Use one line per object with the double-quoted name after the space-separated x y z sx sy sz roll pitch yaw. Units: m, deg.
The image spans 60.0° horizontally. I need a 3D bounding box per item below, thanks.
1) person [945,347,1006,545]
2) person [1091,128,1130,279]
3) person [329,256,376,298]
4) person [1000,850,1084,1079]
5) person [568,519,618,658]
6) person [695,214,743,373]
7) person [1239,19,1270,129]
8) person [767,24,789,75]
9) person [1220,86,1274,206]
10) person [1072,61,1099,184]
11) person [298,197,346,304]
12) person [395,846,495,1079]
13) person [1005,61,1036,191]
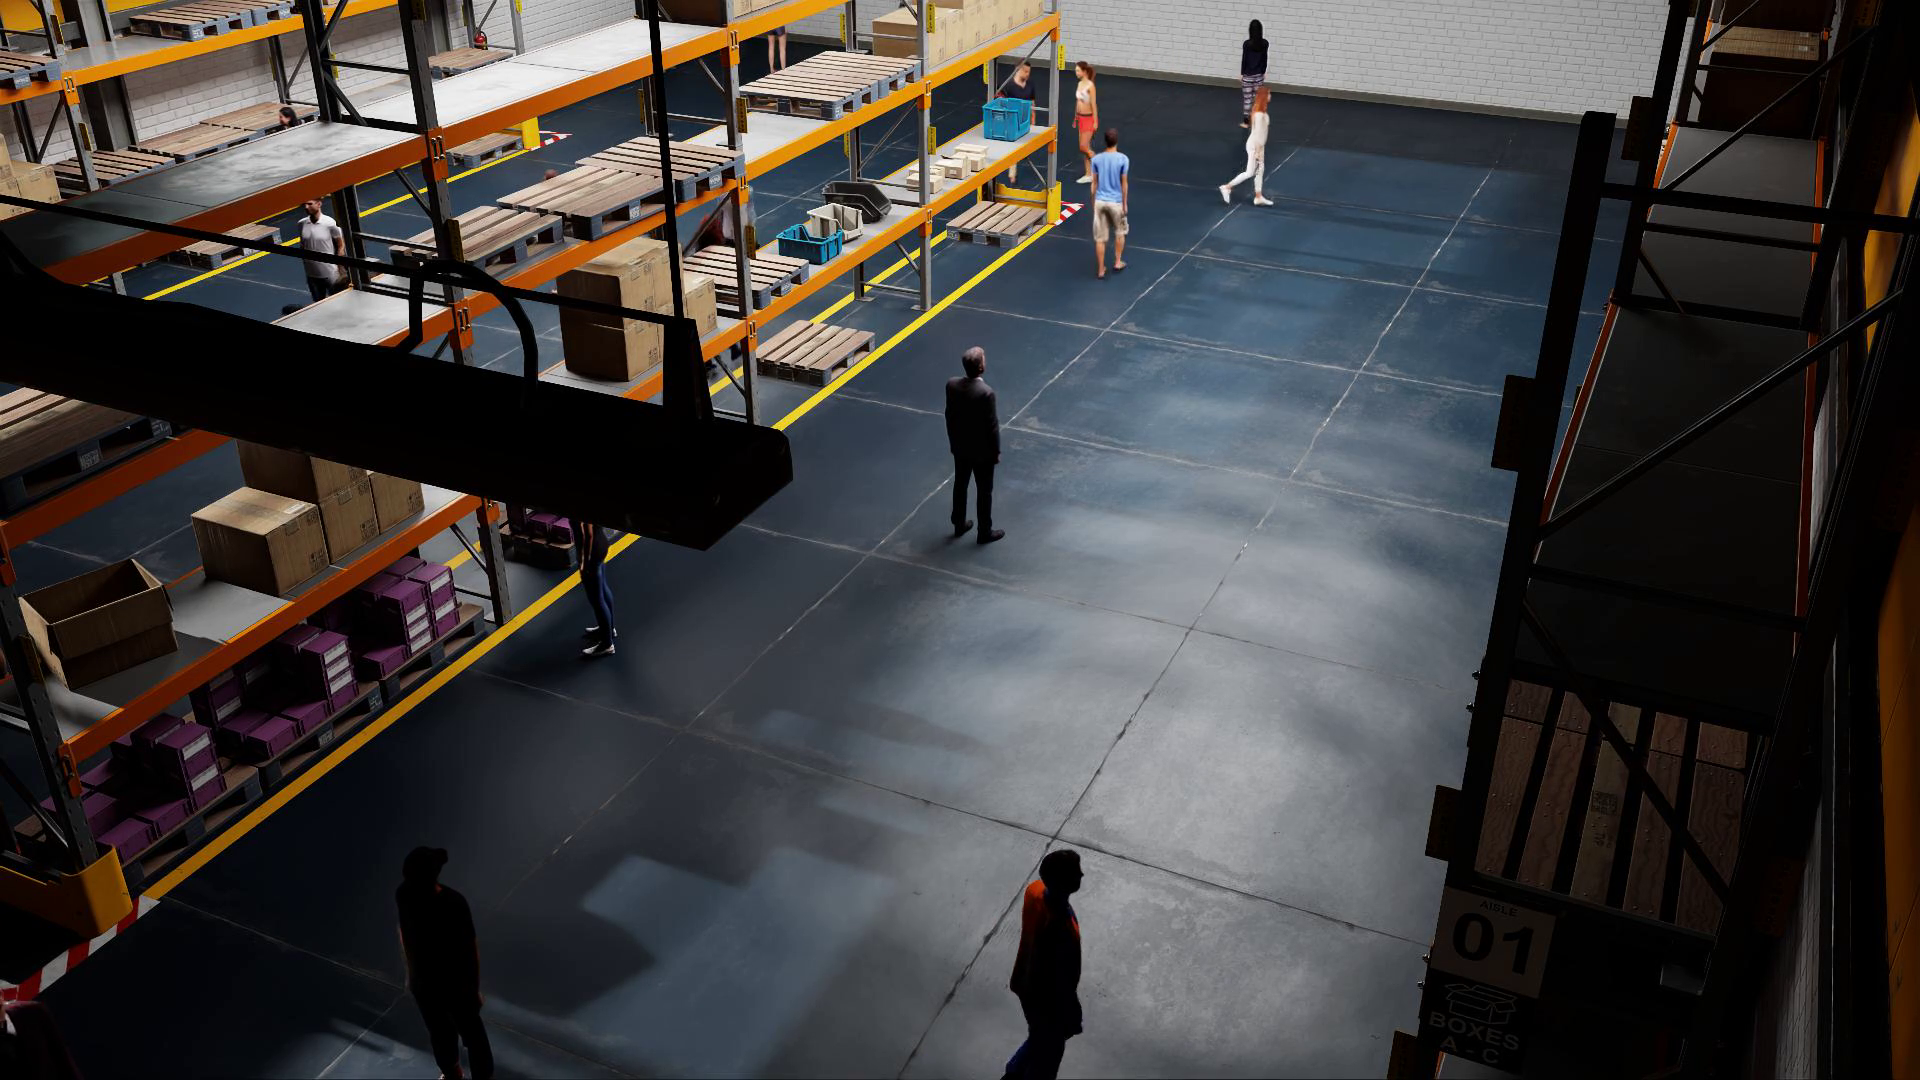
0.126 -0.851 14.709 0.755 1.842 0.668 19 34 31 "person"
1.852 -4.180 20.808 0.731 1.846 0.847 7 29 13 "person"
-6.099 -2.104 17.058 1.086 1.792 1.179 -6 29 -11 "person"
0.364 2.401 8.744 0.902 1.845 0.833 -3 29 -5 "person"
-2.900 0.101 13.090 0.725 1.721 0.609 -2 29 -5 "person"
-2.694 -2.659 18.118 0.701 1.752 1.017 8 30 14 "person"
4.811 -7.654 27.294 0.681 1.733 0.713 -6 29 -11 "person"
-3.390 -9.453 30.621 0.596 1.707 0.523 12 31 20 "person"
4.083 -5.531 23.457 0.846 1.682 1.013 4 29 7 "person"
1.952 -6.147 24.491 0.854 1.771 0.792 -13 31 -23 "person"
-7.127 -3.022 18.665 0.720 1.866 0.643 6 29 12 "person"
-2.765 2.348 8.932 0.611 1.758 0.543 12 31 21 "person"
0.842 -6.089 24.334 1.110 1.821 1.107 -11 30 -19 "person"
